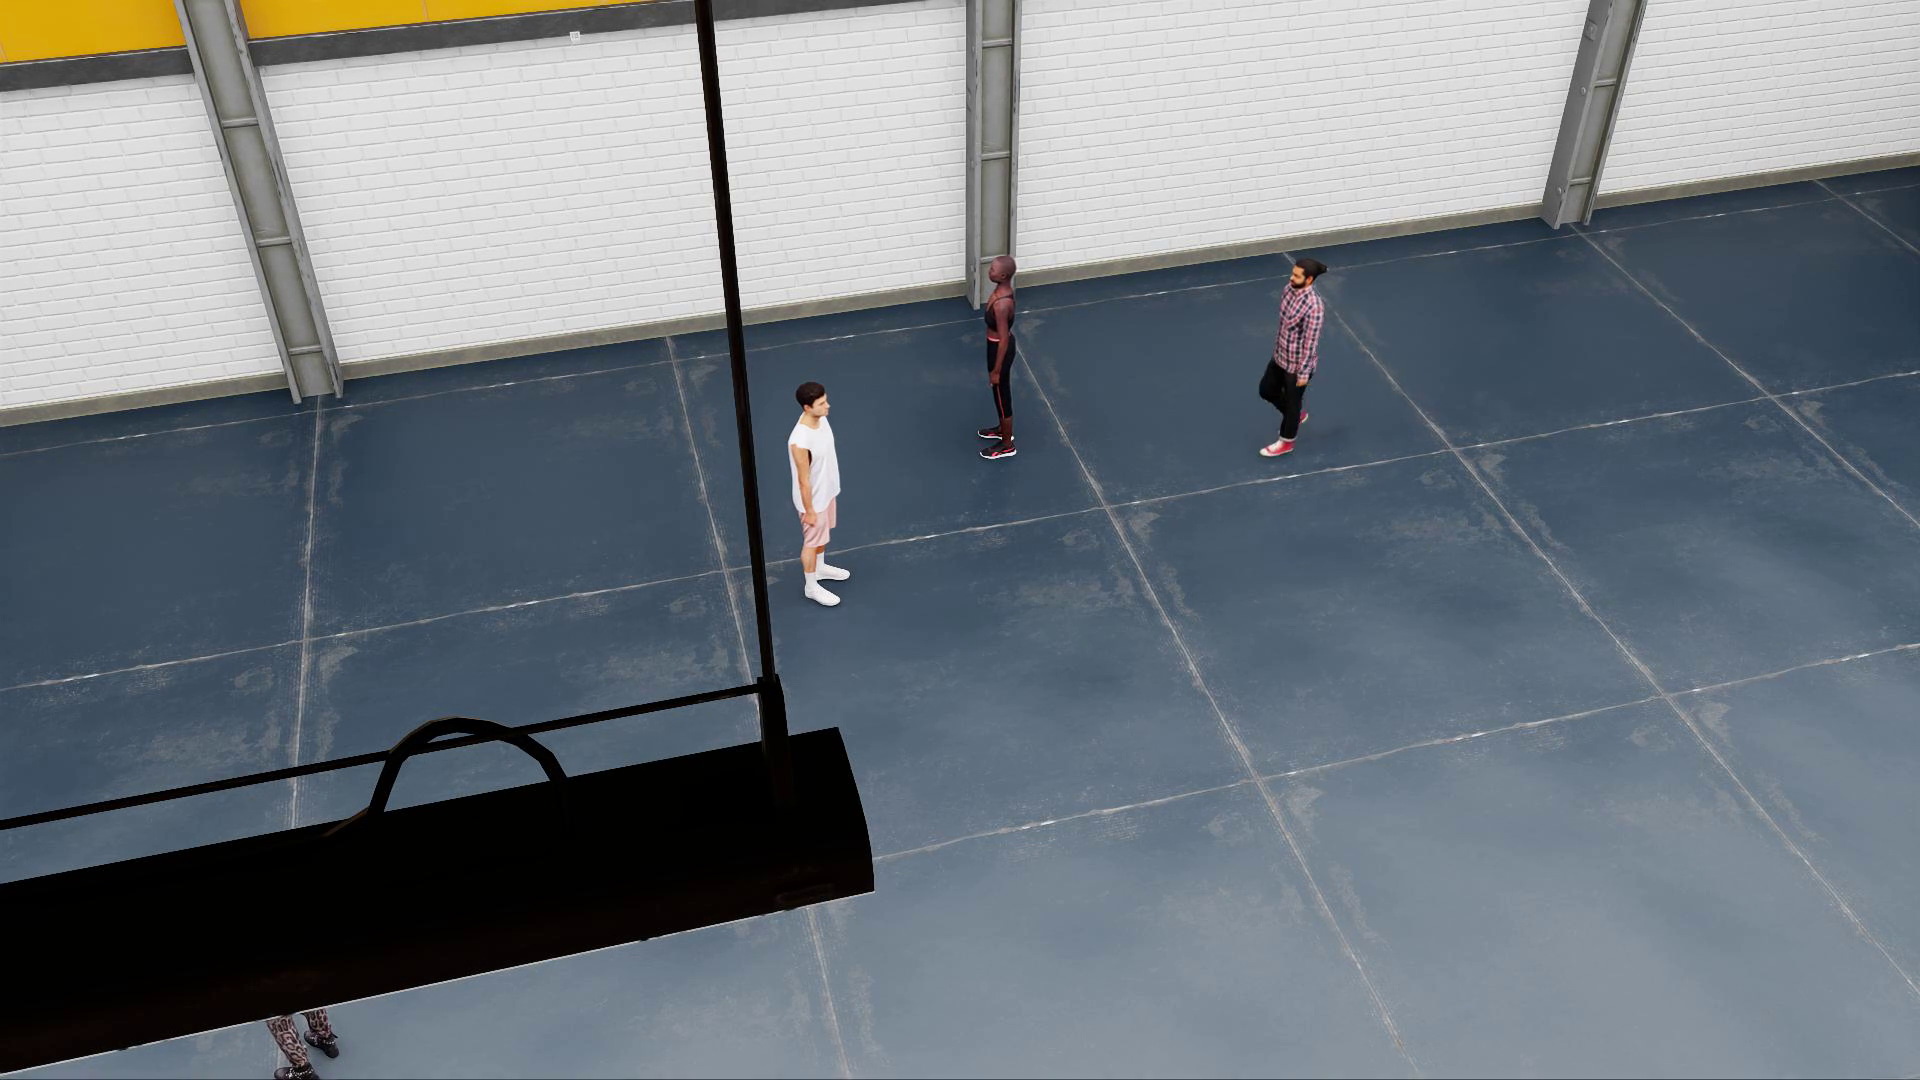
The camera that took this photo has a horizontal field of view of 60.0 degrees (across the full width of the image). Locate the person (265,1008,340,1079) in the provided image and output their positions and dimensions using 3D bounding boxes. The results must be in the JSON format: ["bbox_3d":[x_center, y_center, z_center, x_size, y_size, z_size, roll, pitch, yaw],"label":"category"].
[{"bbox_3d":[-3.540,2.202,8.558,0.724,1.714,0.680,14,41,16],"label":"person"}]

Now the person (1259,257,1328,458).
[{"bbox_3d":[2.697,-1.442,13.094,0.752,1.749,0.734,-14,41,-17],"label":"person"}]

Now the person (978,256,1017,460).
[{"bbox_3d":[0.330,-1.454,13.100,0.609,1.758,0.646,0,39,0],"label":"person"}]

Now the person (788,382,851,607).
[{"bbox_3d":[-1.022,-0.354,11.699,0.723,1.788,0.728,8,39,10],"label":"person"}]
